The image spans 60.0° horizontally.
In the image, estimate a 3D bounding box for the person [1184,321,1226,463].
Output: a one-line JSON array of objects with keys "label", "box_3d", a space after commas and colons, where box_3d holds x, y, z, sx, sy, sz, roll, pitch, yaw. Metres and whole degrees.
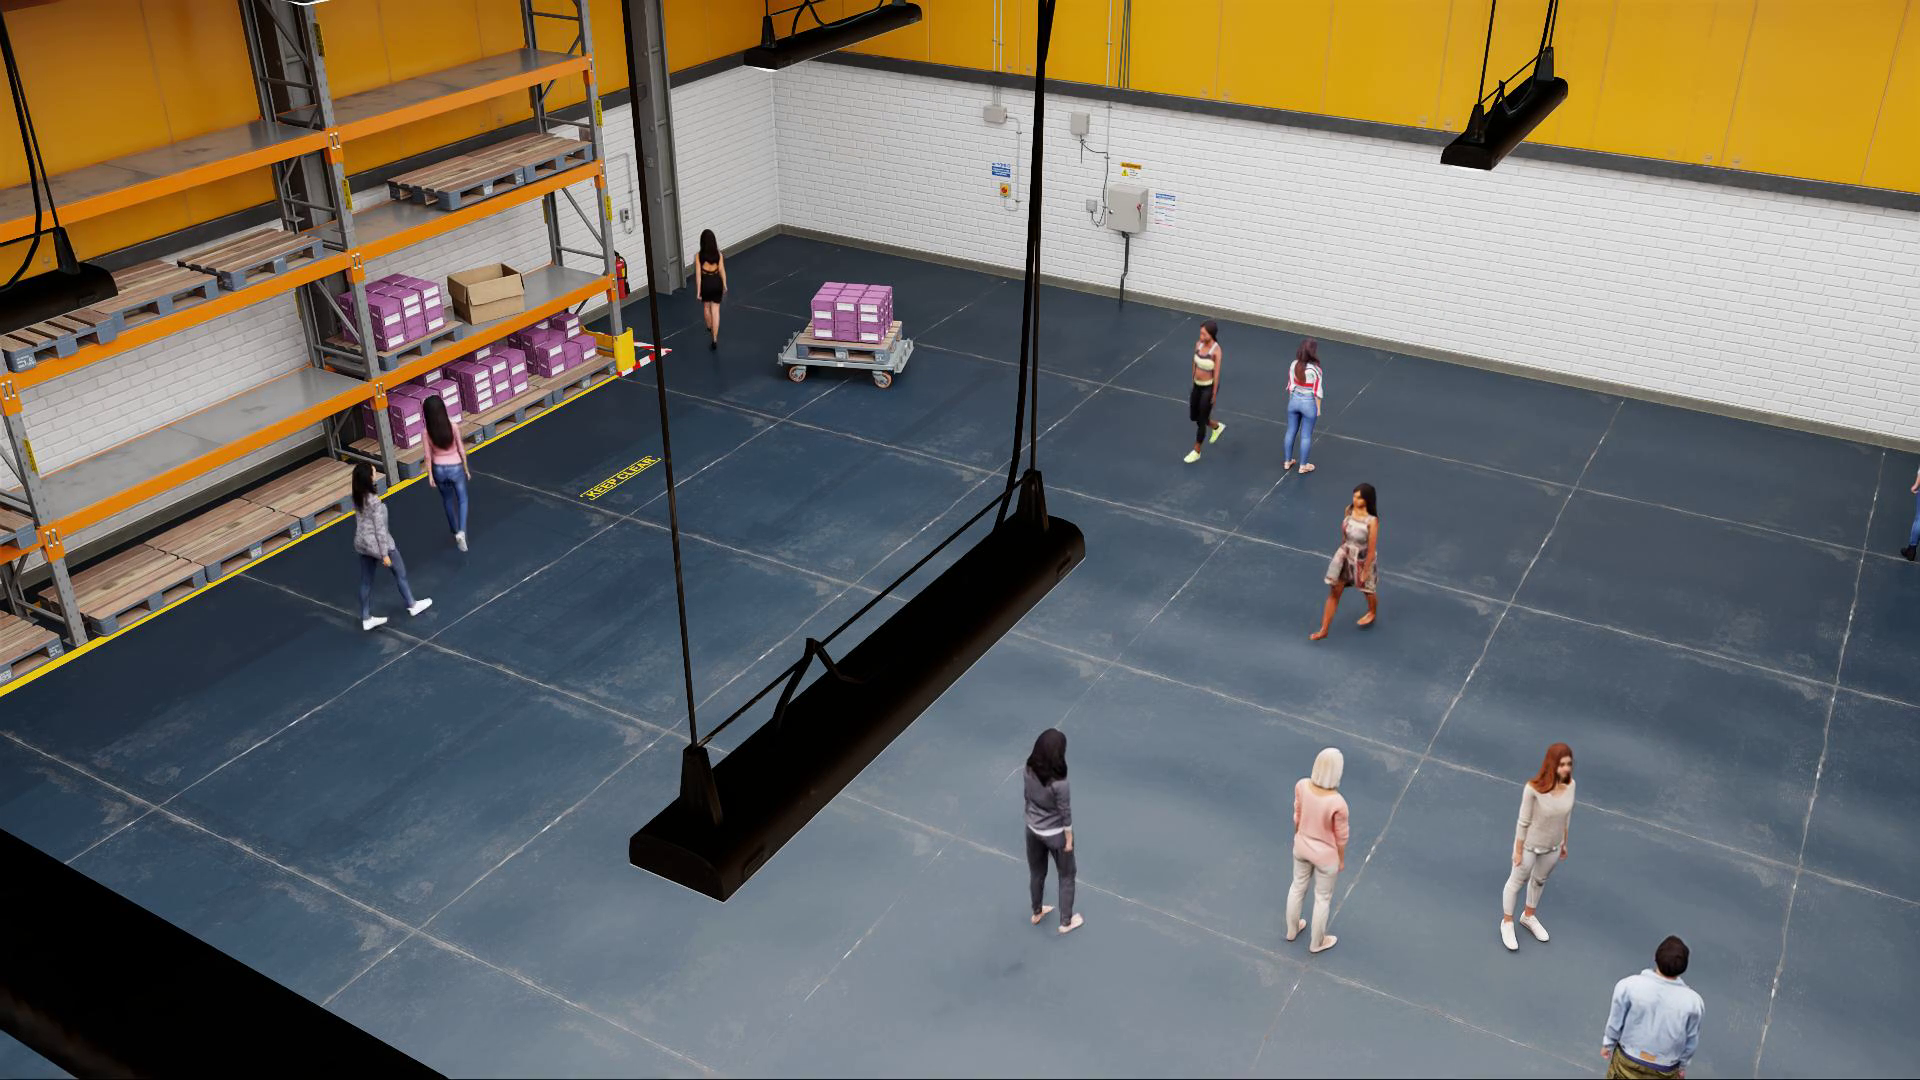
[{"label": "person", "box_3d": [2.916, -1.754, 19.354, 0.971, 1.738, 0.763, -20, 35, -32]}]

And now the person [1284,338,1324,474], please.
[{"label": "person", "box_3d": [3.940, -1.555, 19.118, 0.621, 1.613, 0.560, 22, 36, 35]}]

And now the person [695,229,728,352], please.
[{"label": "person", "box_3d": [-3.336, -3.321, 22.361, 0.983, 1.609, 1.067, -6, 29, -11]}]

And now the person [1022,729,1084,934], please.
[{"label": "person", "box_3d": [0.600, 2.149, 12.174, 0.662, 1.761, 0.626, 20, 35, 32]}]

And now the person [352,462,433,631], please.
[{"label": "person", "box_3d": [-5.699, 0.092, 15.995, 0.745, 1.712, 0.978, 20, 35, 32]}]

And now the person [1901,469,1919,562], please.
[{"label": "person", "box_3d": [10.143, -0.539, 17.236, 0.669, 1.632, 0.630, 5, 29, 9]}]

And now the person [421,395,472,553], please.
[{"label": "person", "box_3d": [-5.341, -0.674, 17.384, 0.932, 1.728, 0.995, -8, 30, -14]}]

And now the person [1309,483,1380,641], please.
[{"label": "person", "box_3d": [3.865, 0.196, 15.928, 1.193, 1.595, 0.917, -19, 34, -31]}]

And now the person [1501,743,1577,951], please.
[{"label": "person", "box_3d": [4.219, 2.197, 12.135, 0.684, 1.713, 0.743, -7, 29, -13]}]

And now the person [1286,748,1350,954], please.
[{"label": "person", "box_3d": [2.590, 2.235, 12.053, 0.650, 1.725, 0.602, 25, 37, 38]}]

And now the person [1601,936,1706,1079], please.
[{"label": "person", "box_3d": [4.229, 3.177, 10.235, 0.704, 1.812, 0.606, 11, 30, 19]}]
